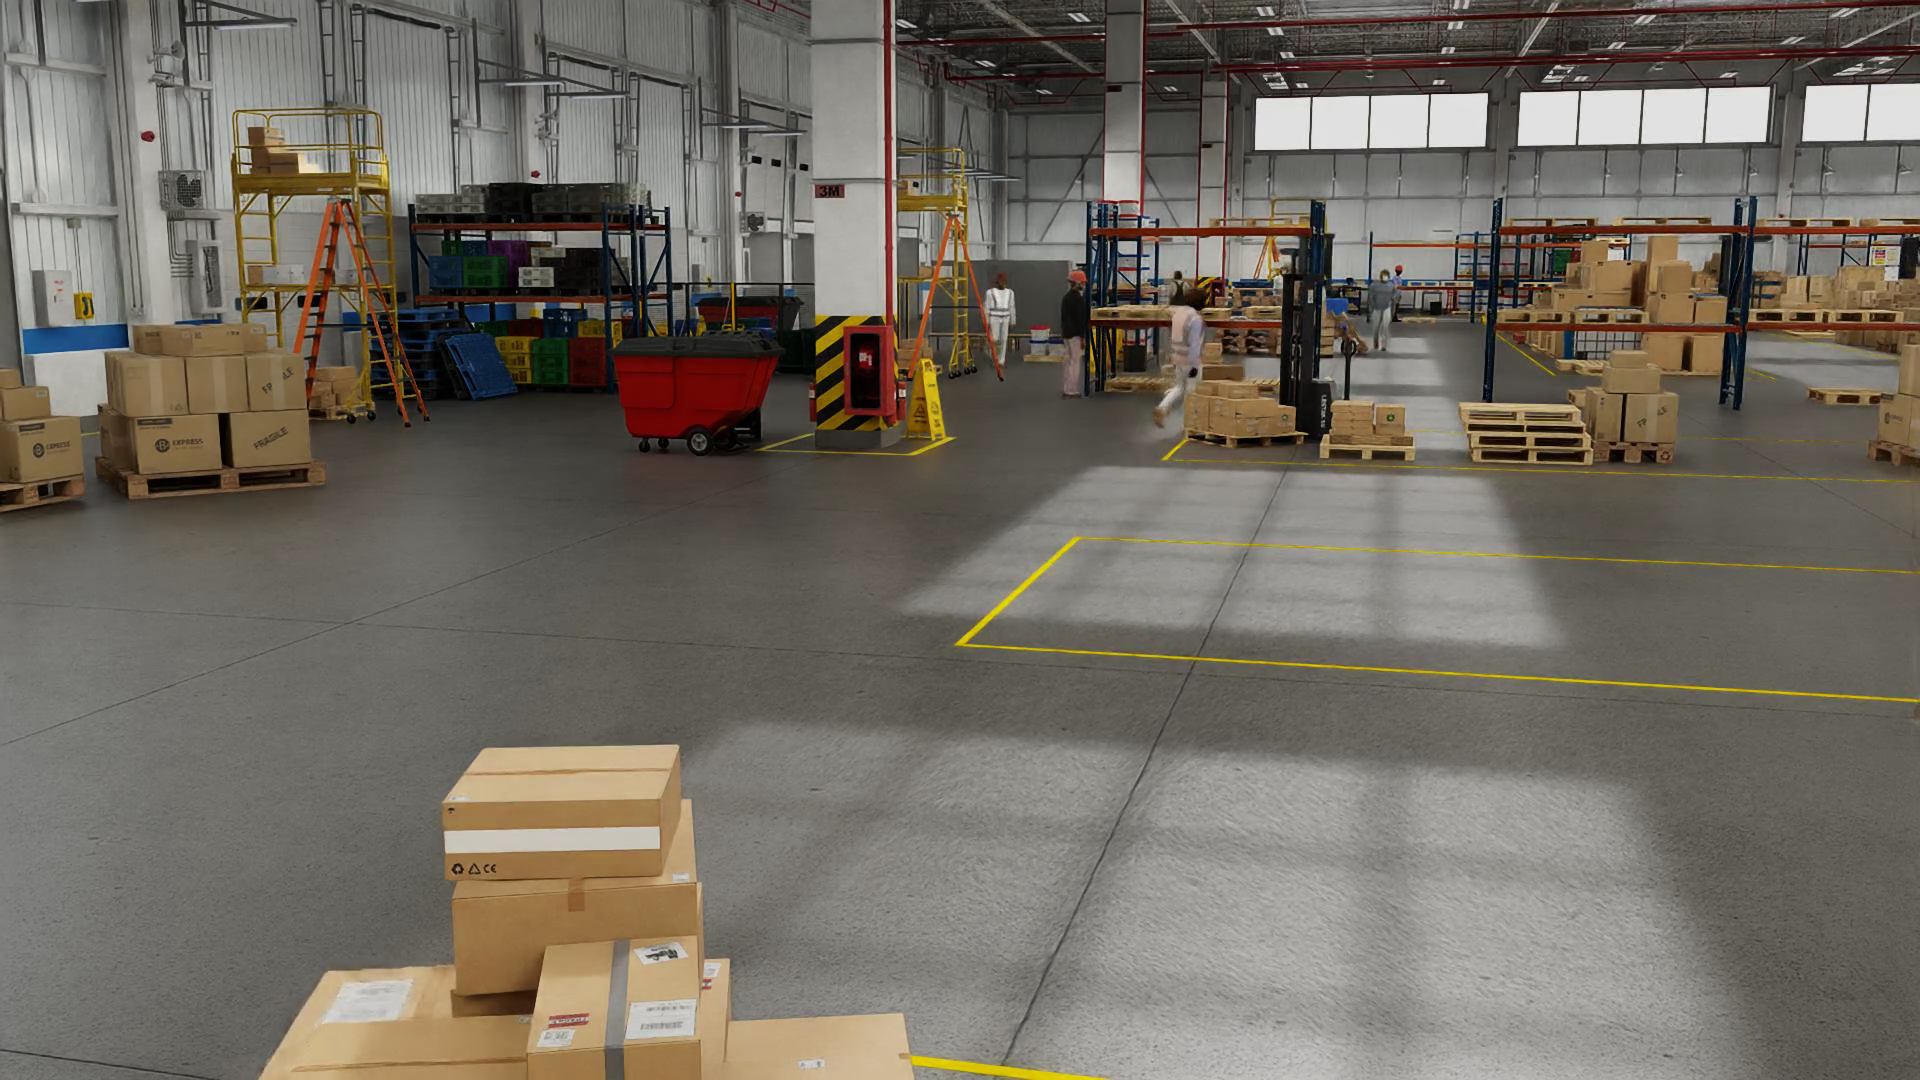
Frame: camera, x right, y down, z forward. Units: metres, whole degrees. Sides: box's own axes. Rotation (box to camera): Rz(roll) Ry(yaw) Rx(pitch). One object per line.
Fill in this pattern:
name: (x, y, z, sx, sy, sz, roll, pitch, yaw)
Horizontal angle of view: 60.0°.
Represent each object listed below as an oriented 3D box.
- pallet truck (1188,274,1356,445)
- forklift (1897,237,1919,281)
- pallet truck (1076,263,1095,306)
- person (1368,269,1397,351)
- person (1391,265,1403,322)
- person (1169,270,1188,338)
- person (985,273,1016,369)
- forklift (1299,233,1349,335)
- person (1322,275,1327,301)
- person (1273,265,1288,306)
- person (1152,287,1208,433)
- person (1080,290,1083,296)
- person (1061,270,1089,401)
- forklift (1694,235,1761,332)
pallet truck: (3.653, -2.138, 19.590, 1.885, 1.965, 0.823, -4, 10, -20)
forklift: (31.026, -8.517, 54.550, 1.873, 2.768, 1.129, 2, 10, 14)
pallet truck: (4.325, -8.180, 55.162, 0.823, 1.965, 1.885, 6, 11, 31)
person: (9.872, -5.374, 38.870, 0.643, 1.919, 0.566, 2, 10, 11)
person: (14.854, -8.363, 56.459, 0.375, 1.932, 0.544, 6, 11, 33)
person: (5.896, -6.340, 44.812, 0.530, 1.829, 0.371, -1, 10, -4)
person: (0.795, -4.275, 32.549, 0.592, 1.867, 0.416, -4, 10, -21)
forklift: (9.647, -6.914, 45.112, 1.129, 2.768, 1.873, -3, 10, -19)
person: (9.512, -6.138, 43.888, 0.308, 1.744, 0.485, 7, 12, 34)
person: (9.667, -7.224, 49.708, 0.631, 1.940, 0.372, 1, 10, 8)
person: (2.753, -2.192, 20.447, 0.592, 1.818, 0.649, -4, 10, -23)
person: (3.492, -6.953, 49.069, 0.565, 1.615, 0.543, -9, 13, -43)
person: (1.764, -3.125, 25.412, 0.402, 1.990, 0.622, -4, 10, -22)
forklift: (22.425, -7.519, 48.677, 1.873, 2.768, 1.129, 2, 10, 14)
